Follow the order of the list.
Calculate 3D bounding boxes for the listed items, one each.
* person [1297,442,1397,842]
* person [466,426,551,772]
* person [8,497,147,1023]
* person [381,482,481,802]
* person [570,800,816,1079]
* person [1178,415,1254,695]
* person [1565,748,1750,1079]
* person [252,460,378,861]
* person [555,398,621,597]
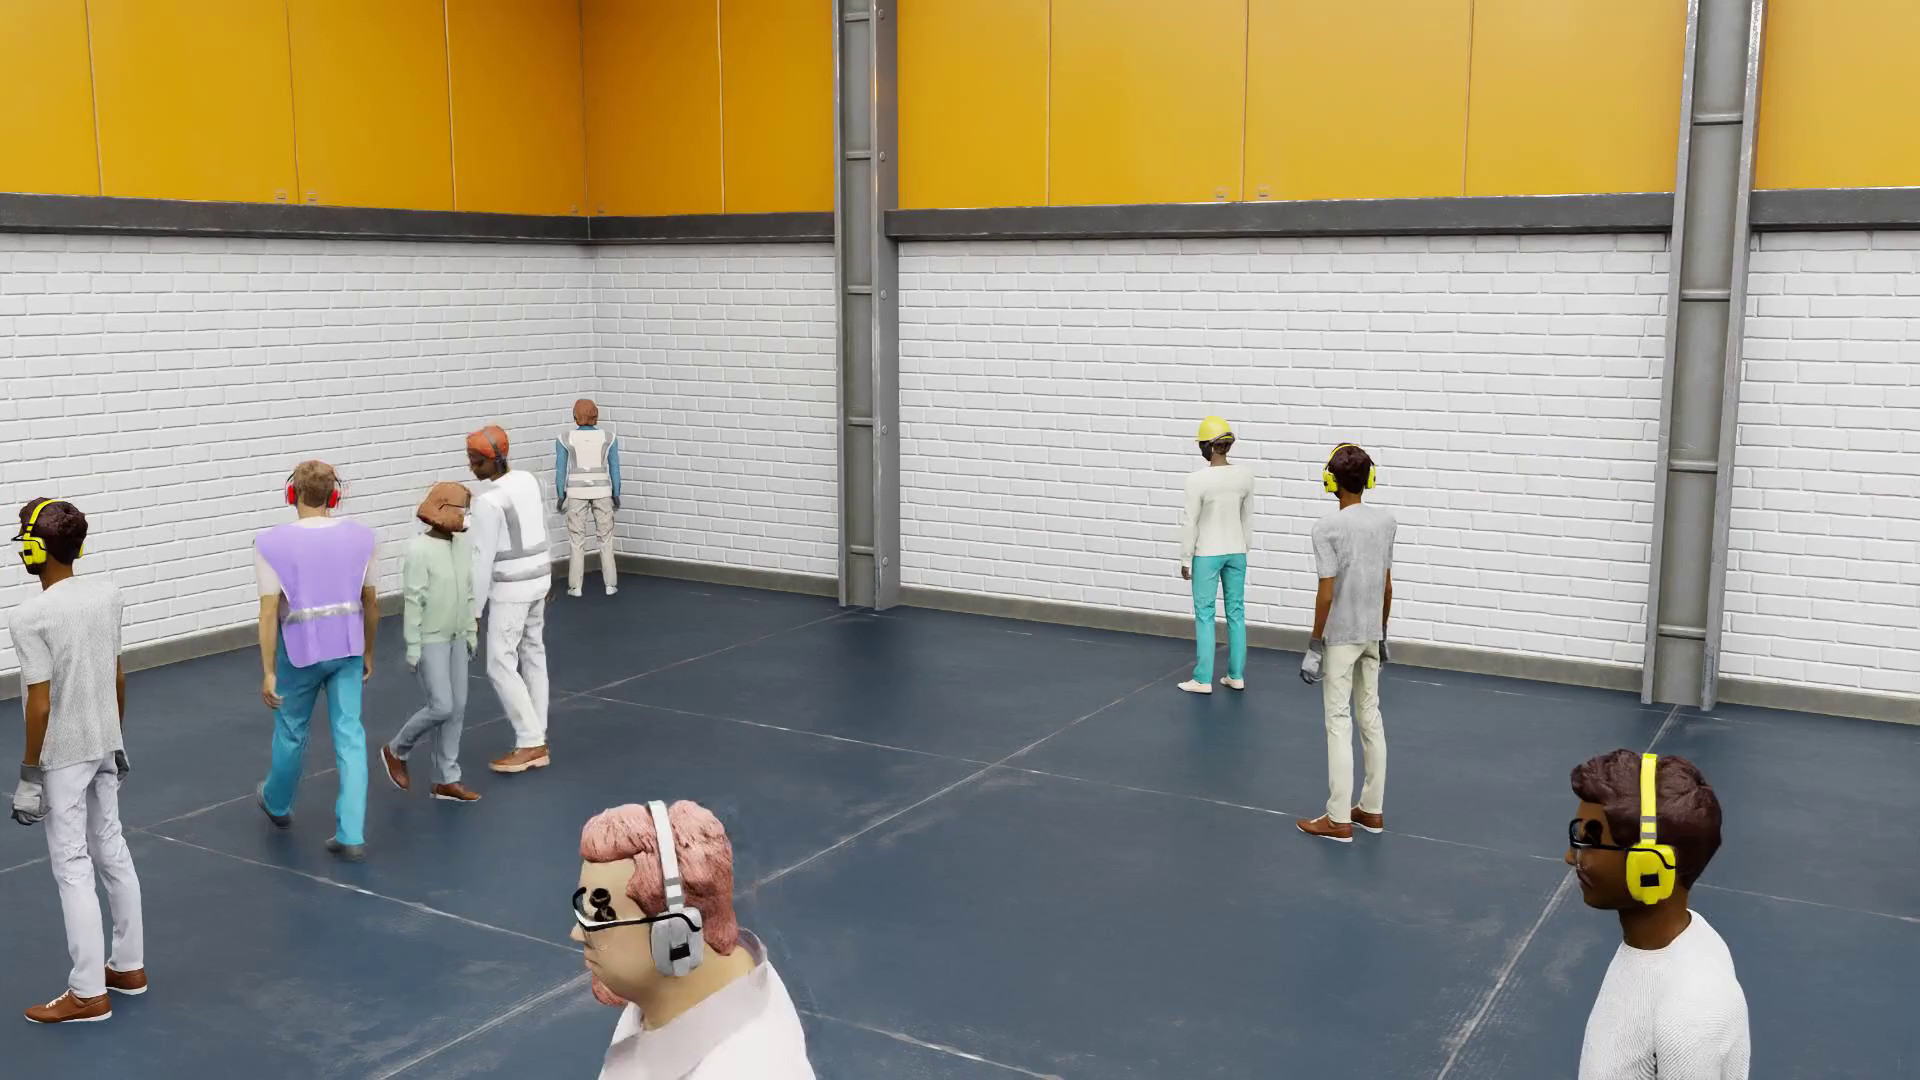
[{"bbox_3d":[1.804,0.480,7.782,0.519,1.865,0.335,-6,11,-31],"label":"person"},{"bbox_3d":[-2.363,0.307,8.924,0.398,1.856,0.684,3,10,18],"label":"person"},{"bbox_3d":[-3.157,0.777,5.903,0.328,1.872,0.514,1,9,9],"label":"person"},{"bbox_3d":[-2.641,0.510,8.326,0.434,1.615,0.531,3,10,19],"label":"person"},{"bbox_3d":[-0.405,1.303,2.532,0.440,1.892,0.677,-2,9,-14],"label":"person"},{"bbox_3d":[1.608,0.094,10.508,0.526,1.762,0.339,-4,10,-24],"label":"person"},{"bbox_3d":[1.158,1.269,2.852,0.309,1.864,0.535,3,9,16],"label":"person"},{"bbox_3d":[-3.003,0.528,7.689,0.581,1.788,0.954,-8,12,-40],"label":"person"},{"bbox_3d":[-3.048,-0.345,13.652,0.525,1.634,0.315,-3,10,-18],"label":"person"}]
